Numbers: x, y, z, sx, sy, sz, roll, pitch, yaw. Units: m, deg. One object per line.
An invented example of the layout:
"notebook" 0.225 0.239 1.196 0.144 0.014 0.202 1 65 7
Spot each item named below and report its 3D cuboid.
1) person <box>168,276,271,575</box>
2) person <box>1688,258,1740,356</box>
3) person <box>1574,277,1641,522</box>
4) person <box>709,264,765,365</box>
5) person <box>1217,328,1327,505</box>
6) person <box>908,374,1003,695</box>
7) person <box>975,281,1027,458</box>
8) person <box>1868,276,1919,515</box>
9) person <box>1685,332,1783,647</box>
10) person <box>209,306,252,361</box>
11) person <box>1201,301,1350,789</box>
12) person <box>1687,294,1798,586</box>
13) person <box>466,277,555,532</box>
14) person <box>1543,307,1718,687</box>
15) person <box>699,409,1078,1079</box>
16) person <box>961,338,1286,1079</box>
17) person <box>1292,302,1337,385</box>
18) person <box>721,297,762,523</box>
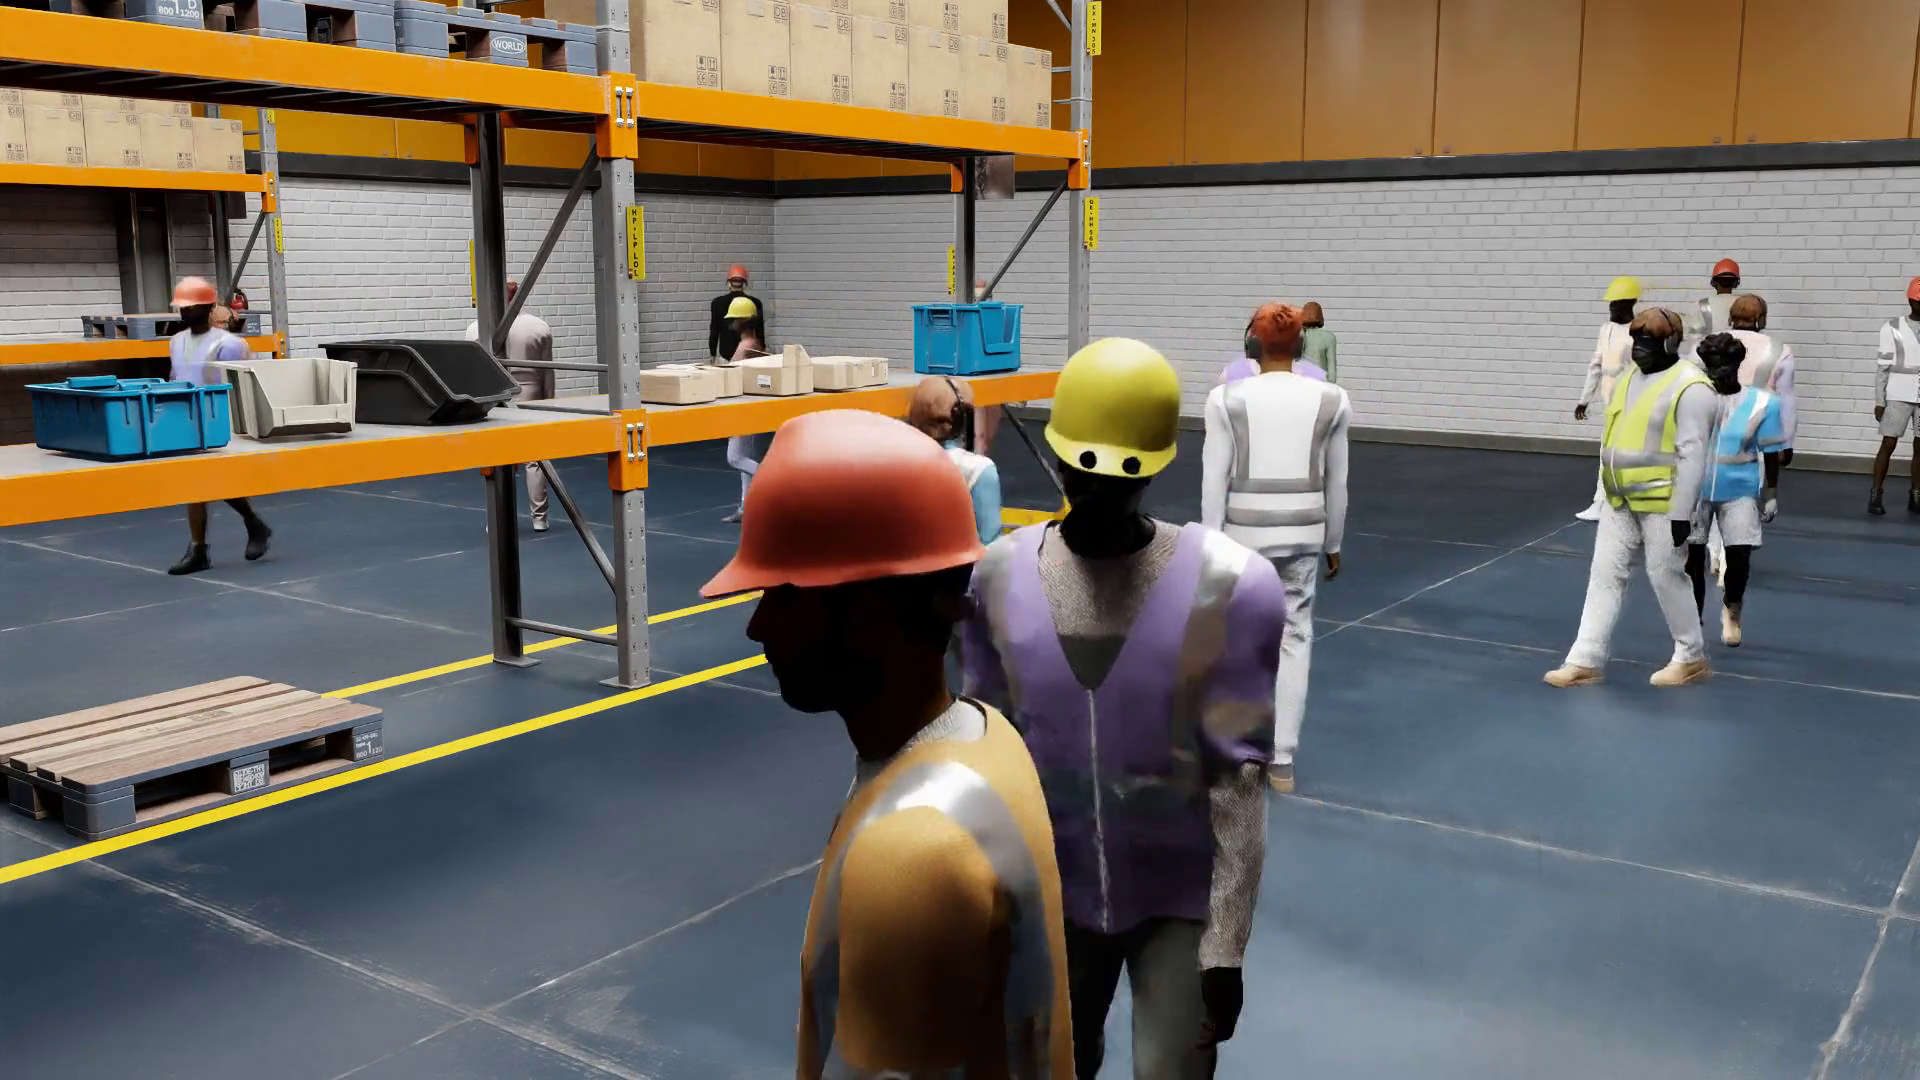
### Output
"person" -4.913 -0.748 10.834 0.564 1.923 0.628 4 10 23
"person" 7.199 -1.636 15.770 0.605 2.045 0.388 2 10 11
"person" 5.059 -1.084 12.943 0.850 1.893 0.605 -2 10 -11
"person" -2.527 -2.114 18.806 0.661 1.977 0.495 -3 10 -20
"person" 1.593 -0.272 8.402 0.563 1.784 0.976 -2 10 -11
"person" -0.059 0.235 5.842 0.534 1.627 0.365 7 12 36
"person" 0.186 -1.276 14.209 0.657 1.857 1.019 -4 10 -20
"person" 7.560 -1.137 13.202 0.537 1.915 0.471 2 10 13
"person" 3.864 -0.228 8.479 0.564 1.666 0.476 5 11 29
"person" -6.277 -1.183 14.281 0.516 1.639 0.310 2 10 10
"person" 1.218 0.011 6.486 0.581 1.864 0.576 1 10 3
"person" 4.962 -0.642 10.547 0.652 1.810 0.824 8 12 40
"person" -3.322 -0.986 12.318 0.642 1.906 0.410 -5 11 -26
"person" 3.227 -0.183 7.826 0.793 1.813 0.646 -3 10 -17
"person" -0.029 0.793 1.841 1.046 1.872 0.556 0 10 0
"person" 0.260 0.606 2.878 0.611 1.902 0.494 4 10 25
"person" 3.363 -1.472 16.014 0.504 1.632 0.269 2 10 13
"person" -1.575 -0.978 12.729 0.505 1.753 0.530 1 10 4
